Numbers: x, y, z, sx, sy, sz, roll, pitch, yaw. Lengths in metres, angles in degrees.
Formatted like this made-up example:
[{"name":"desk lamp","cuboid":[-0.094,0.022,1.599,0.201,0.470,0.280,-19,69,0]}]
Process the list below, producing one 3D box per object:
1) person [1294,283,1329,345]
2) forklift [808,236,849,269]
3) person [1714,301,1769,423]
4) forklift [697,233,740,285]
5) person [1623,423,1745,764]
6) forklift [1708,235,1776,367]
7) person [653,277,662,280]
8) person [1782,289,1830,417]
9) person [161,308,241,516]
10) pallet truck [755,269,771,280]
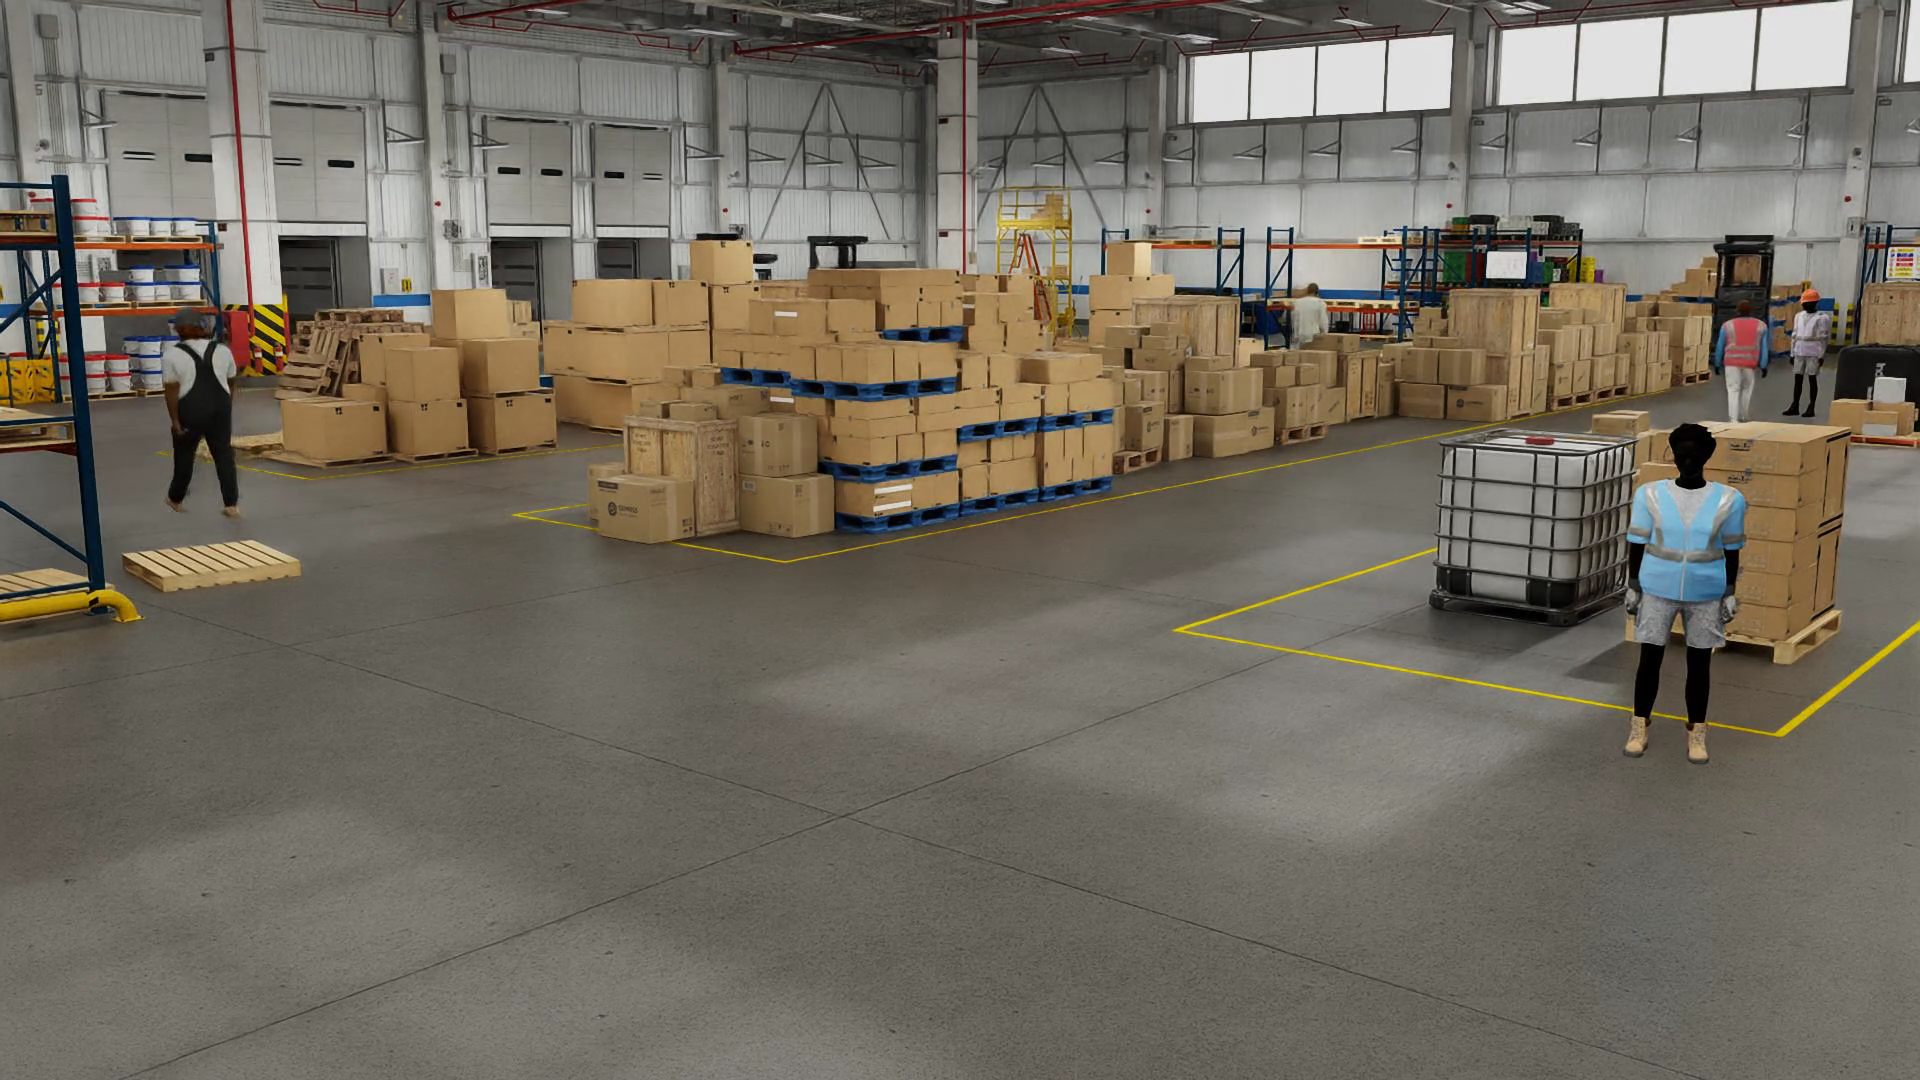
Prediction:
[{"name":"person","cuboid":[6.503,-3.762,30.581,0.792,1.912,0.654,-8,13,-39]},{"name":"forklift","cuboid":[-3.079,-5.743,39.090,1.129,2.768,1.873,-6,12,-30]},{"name":"person","cuboid":[11.074,-2.483,23.616,0.672,1.791,0.955,3,10,15]},{"name":"forklift","cuboid":[-4.672,-4.559,32.351,1.873,2.768,1.129,6,11,29]},{"name":"person","cuboid":[3.578,0.265,8.253,0.541,1.695,0.315,4,11,23]},{"name":"forklift","cuboid":[16.912,-5.169,35.824,1.129,2.768,1.873,7,12,34]},{"name":"person","cuboid":[-6.521,-4.725,36.012,0.636,1.931,0.377,-5,11,-24]},{"name":"person","cuboid":[12.809,-2.821,25.152,0.376,1.932,0.543,-6,12,-30]},{"name":"person","cuboid":[-7.279,-1.251,15.901,0.701,2.000,1.036,-10,14,-44]},{"name":"pallet truck","cuboid":[-4.996,-6.432,45.525,1.885,1.965,0.823,-6,12,-32]}]
